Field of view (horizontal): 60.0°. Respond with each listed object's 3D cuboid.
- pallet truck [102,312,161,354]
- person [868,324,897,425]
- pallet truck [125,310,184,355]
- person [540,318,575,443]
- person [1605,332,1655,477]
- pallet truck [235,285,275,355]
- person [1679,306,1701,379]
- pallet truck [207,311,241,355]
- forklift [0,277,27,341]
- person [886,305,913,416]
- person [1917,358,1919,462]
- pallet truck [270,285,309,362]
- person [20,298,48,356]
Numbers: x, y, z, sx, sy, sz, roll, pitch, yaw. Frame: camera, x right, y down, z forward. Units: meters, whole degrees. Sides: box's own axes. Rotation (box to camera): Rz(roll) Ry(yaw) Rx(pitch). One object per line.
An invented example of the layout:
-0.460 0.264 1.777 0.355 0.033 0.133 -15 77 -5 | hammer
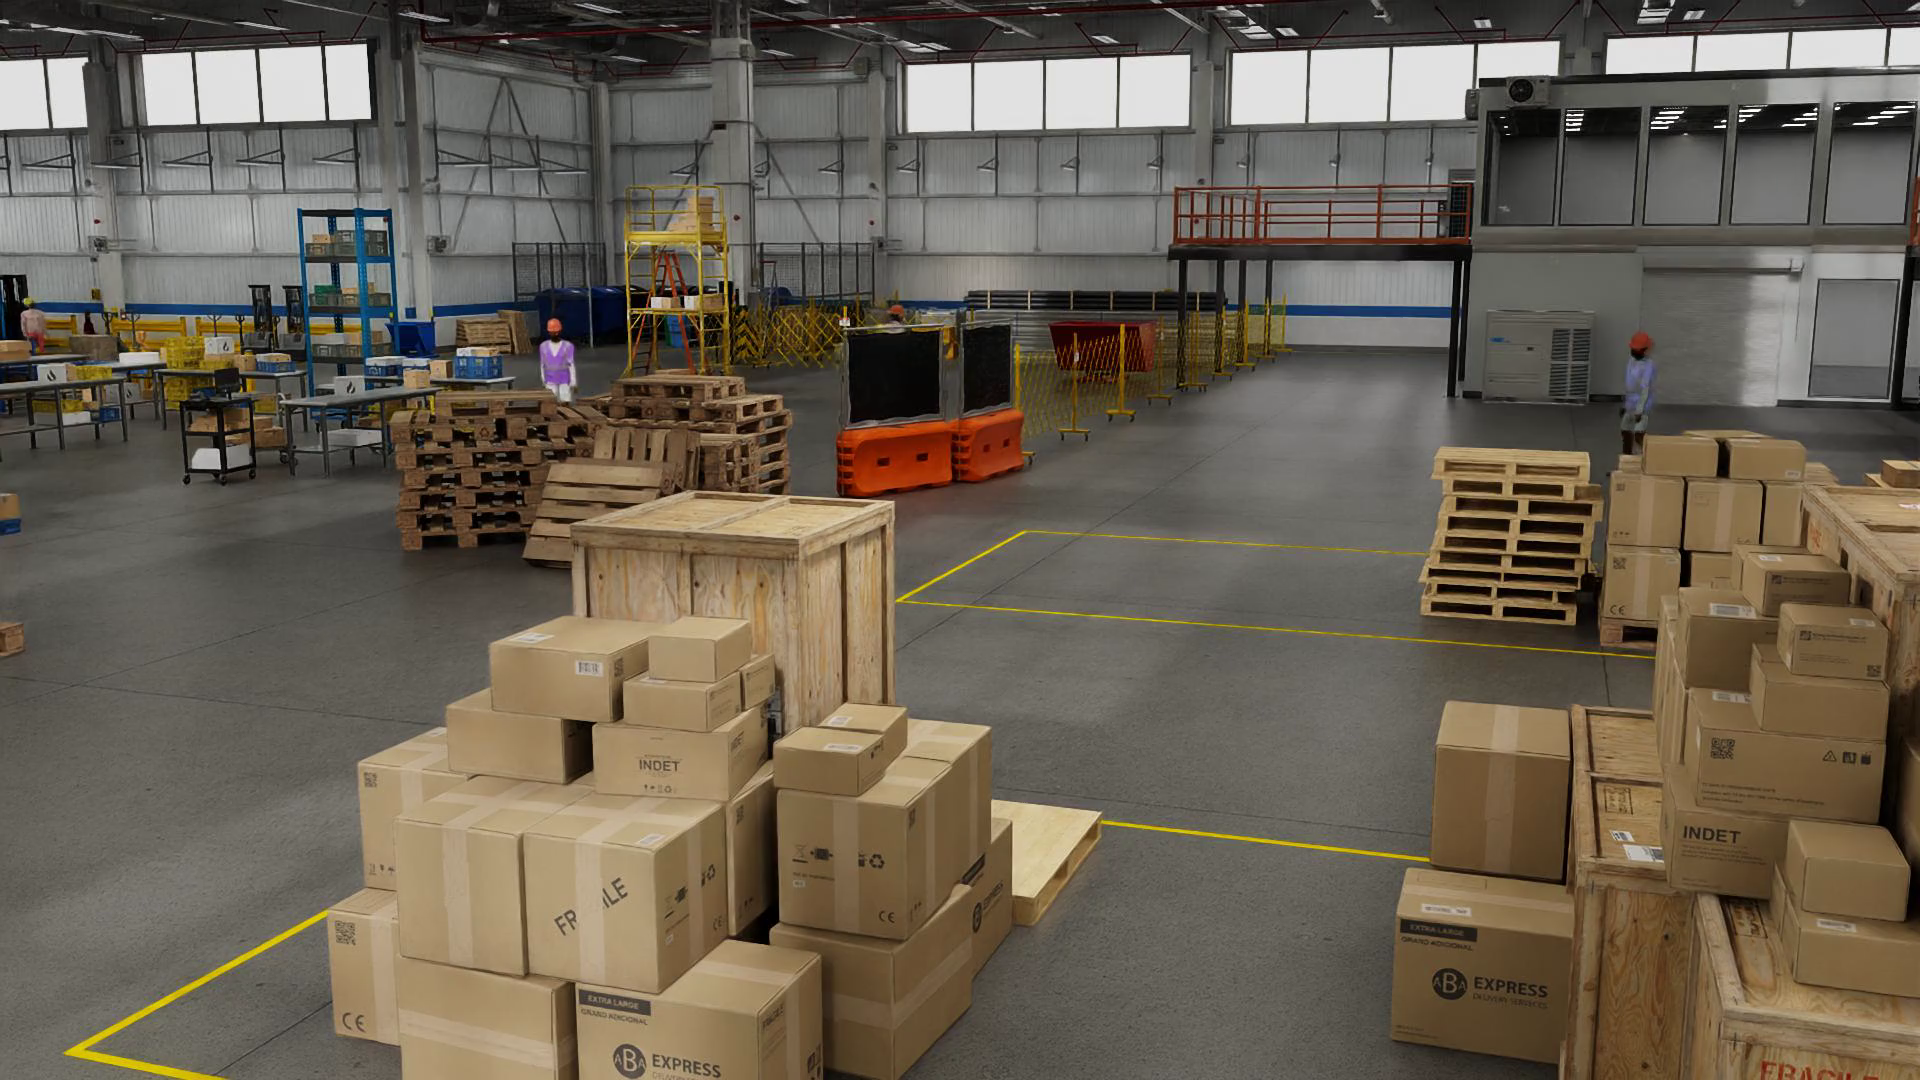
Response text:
-23.057 -5.777 46.261 0.680 1.201 1.601 3 11 19 | pallet truck
-1.347 -2.821 28.267 0.496 1.706 0.868 5 11 28 | person
-22.038 -5.665 45.457 0.704 1.261 1.522 3 11 17 | pallet truck
-6.146 -2.429 25.450 0.565 1.916 0.523 0 10 1 | person
8.783 -1.735 21.534 0.567 1.931 0.645 -1 10 -6 | person
-18.327 -5.835 44.421 0.823 1.965 1.885 4 11 23 | pallet truck
14.846 -3.931 33.967 0.570 1.895 0.650 -1 10 -7 | person
-19.537 -5.575 44.913 0.653 1.274 1.630 3 11 19 | pallet truck
-27.151 -6.329 46.328 1.157 1.987 2.680 3 11 17 | forklift
-1.085 -3.165 29.433 0.651 1.975 0.548 8 13 39 | person
13.317 -1.914 22.757 0.474 1.858 0.603 0 10 -1 | person
-17.147 -5.700 43.663 0.823 1.965 1.885 3 11 17 | pallet truck
-22.778 -5.081 40.933 0.648 1.730 0.347 -6 12 -30 | person
